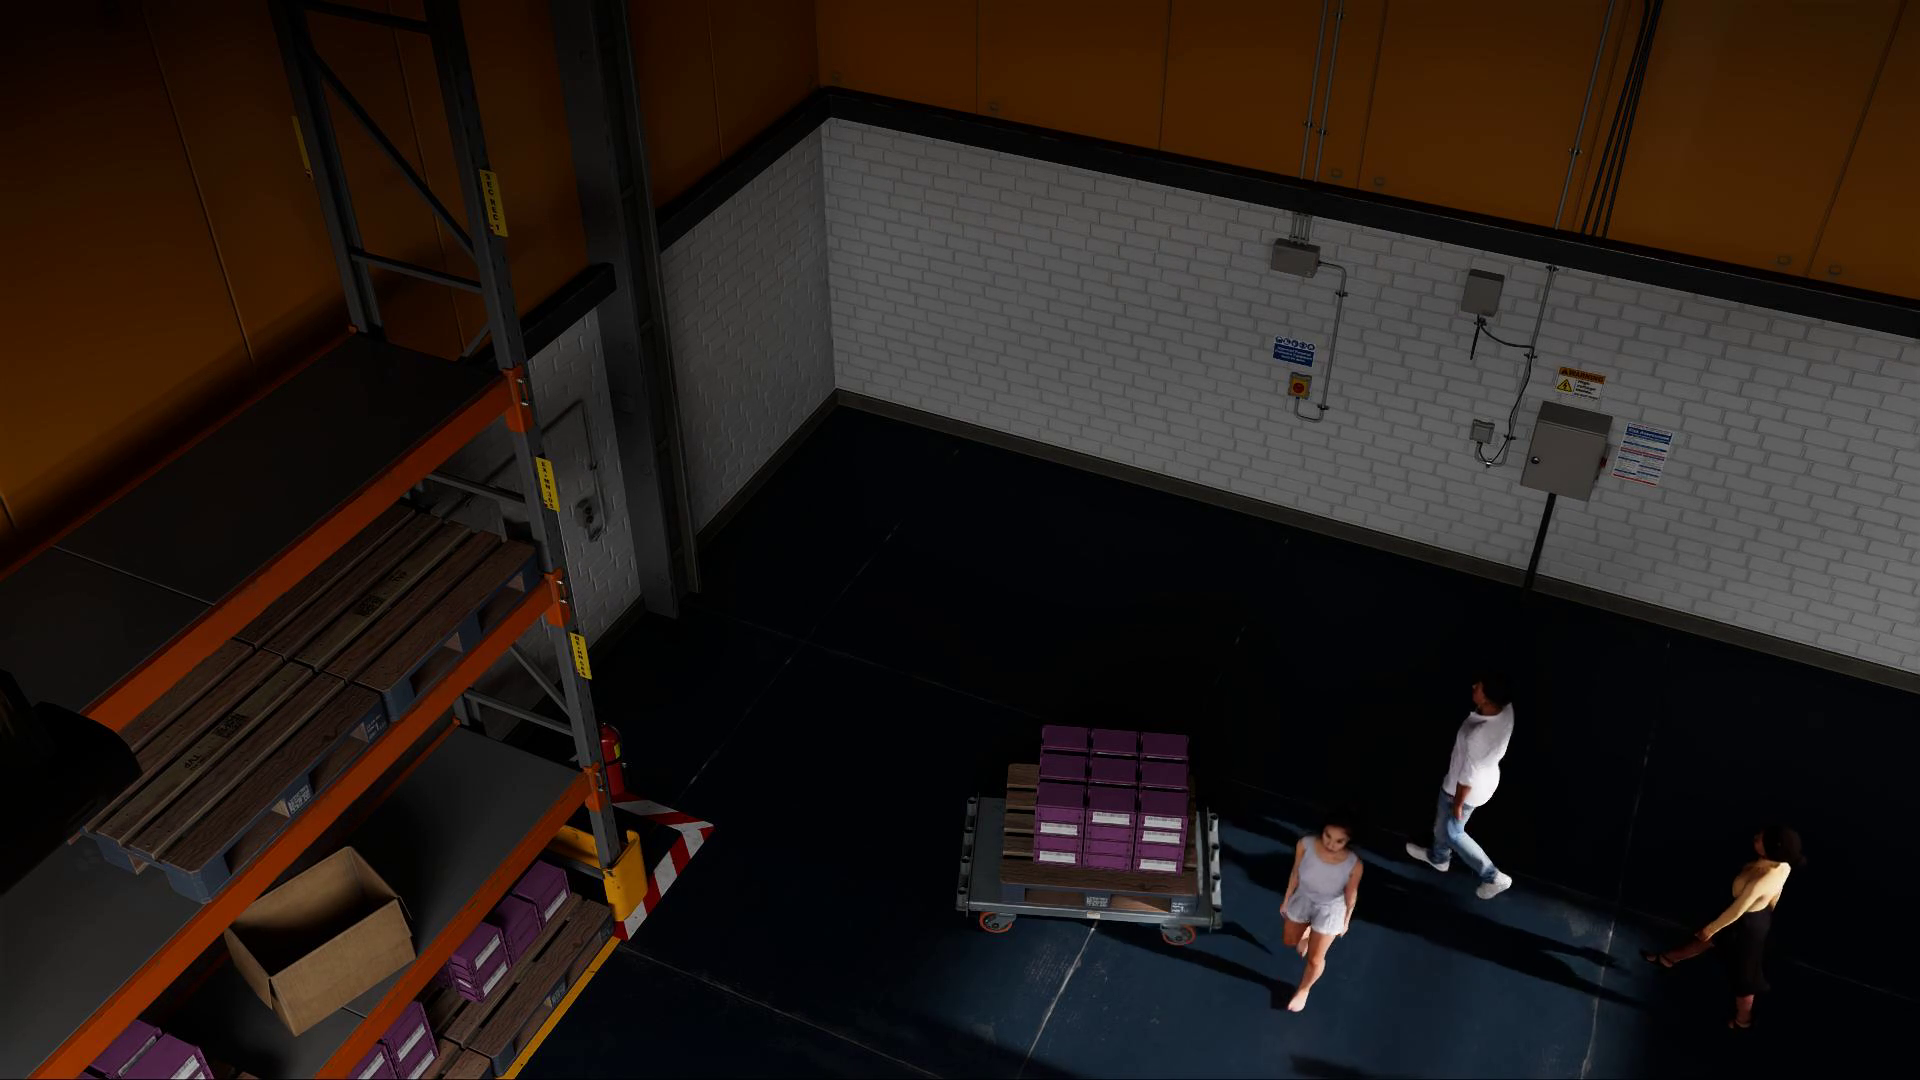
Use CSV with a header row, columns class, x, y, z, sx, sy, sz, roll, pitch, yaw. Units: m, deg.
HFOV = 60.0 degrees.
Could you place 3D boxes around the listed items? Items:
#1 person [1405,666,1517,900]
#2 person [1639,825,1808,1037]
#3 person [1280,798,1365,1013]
class,x,y,z,sx,sy,sz,roll,pitch,yaw
person,3.234,1.528,10.338,0.853,1.799,0.979,28,46,30
person,4.563,2.282,9.535,1.002,1.622,0.872,-32,48,-33
person,2.134,2.100,9.786,0.640,1.593,0.789,23,44,26
